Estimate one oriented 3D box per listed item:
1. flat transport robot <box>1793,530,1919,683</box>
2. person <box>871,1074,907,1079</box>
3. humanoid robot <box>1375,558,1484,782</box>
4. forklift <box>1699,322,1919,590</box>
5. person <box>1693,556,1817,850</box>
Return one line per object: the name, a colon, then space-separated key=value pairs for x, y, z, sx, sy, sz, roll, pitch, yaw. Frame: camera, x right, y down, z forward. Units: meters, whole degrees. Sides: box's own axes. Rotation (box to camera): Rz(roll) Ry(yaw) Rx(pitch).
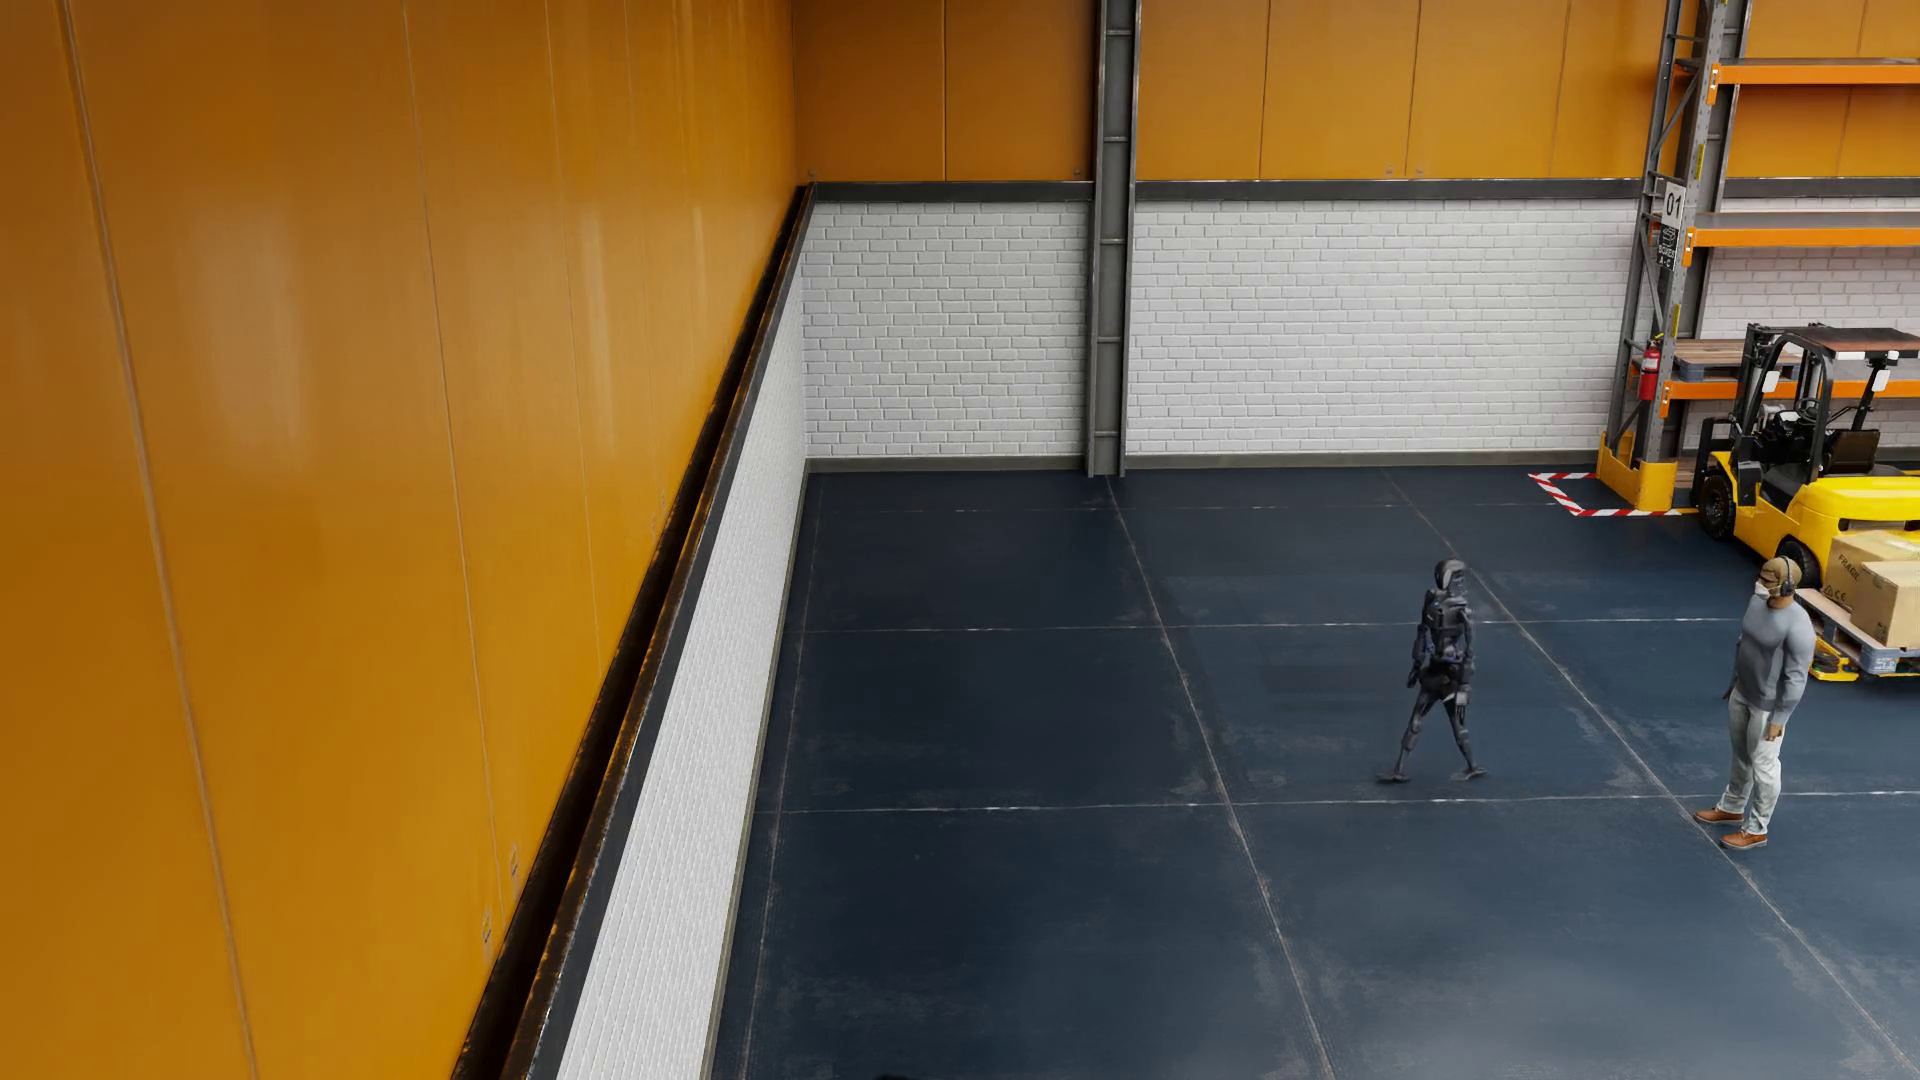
flat transport robot: x=7.318 y=0.891 z=13.137 sx=1.431 sy=0.231 sz=0.659 roll=-1 pitch=20 yaw=-3
person: x=-0.213 y=2.703 z=6.175 sx=0.388 sy=1.686 sz=0.537 roll=0 pitch=20 yaw=0
humanoid robot: x=3.240 y=0.908 z=11.132 sx=0.792 sy=1.633 sz=0.609 roll=-7 pitch=21 yaw=-18
forklift: x=7.809 y=-0.792 z=14.926 sx=1.214 sy=2.155 sz=2.313 roll=-1 pitch=20 yaw=-2
person: x=5.006 y=1.010 z=10.407 sx=0.370 sy=1.940 sz=0.627 roll=-1 pitch=20 yaw=-4
